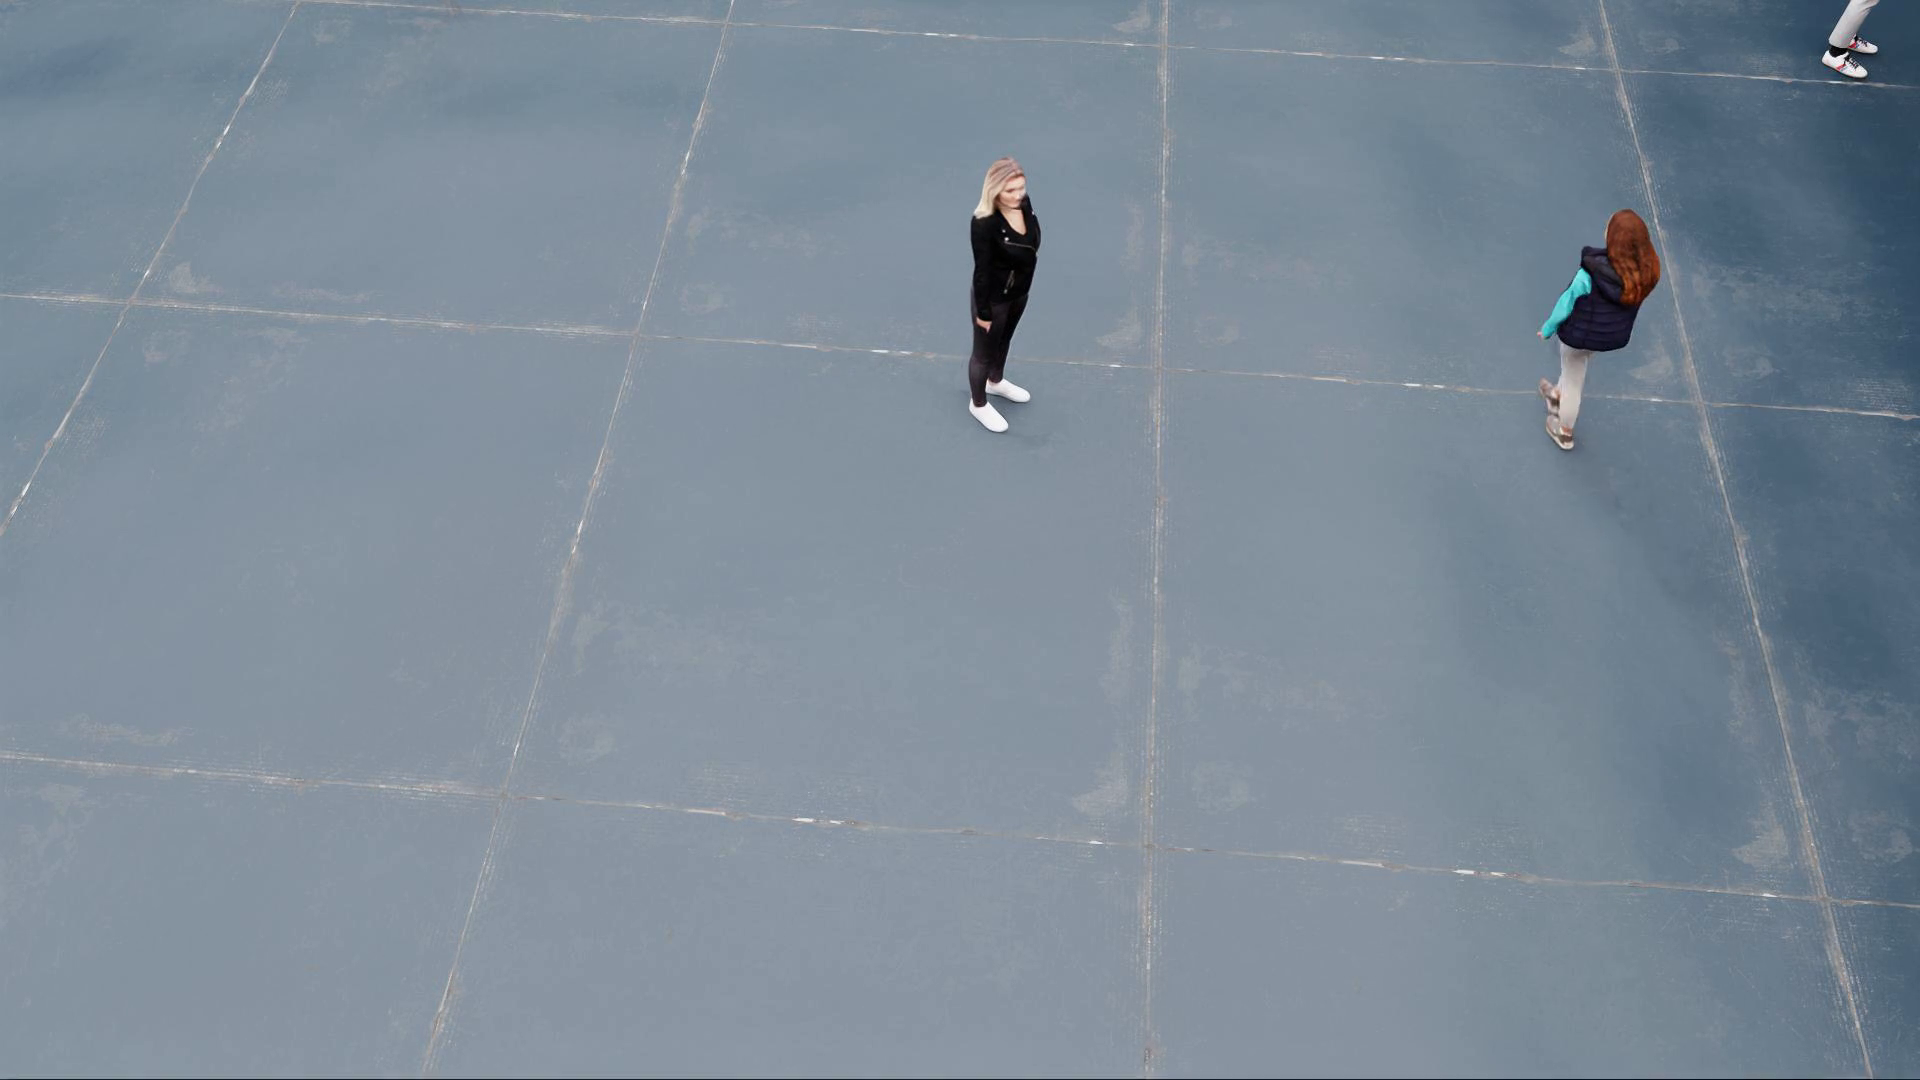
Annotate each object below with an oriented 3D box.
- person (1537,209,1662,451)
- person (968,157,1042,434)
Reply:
[{"bbox_3d":[3.261,-1.022,8.485,0.744,1.486,0.776,-12,53,-9],"label":"person"},{"bbox_3d":[0.199,-1.277,8.557,0.697,1.685,0.689,28,57,20],"label":"person"}]
